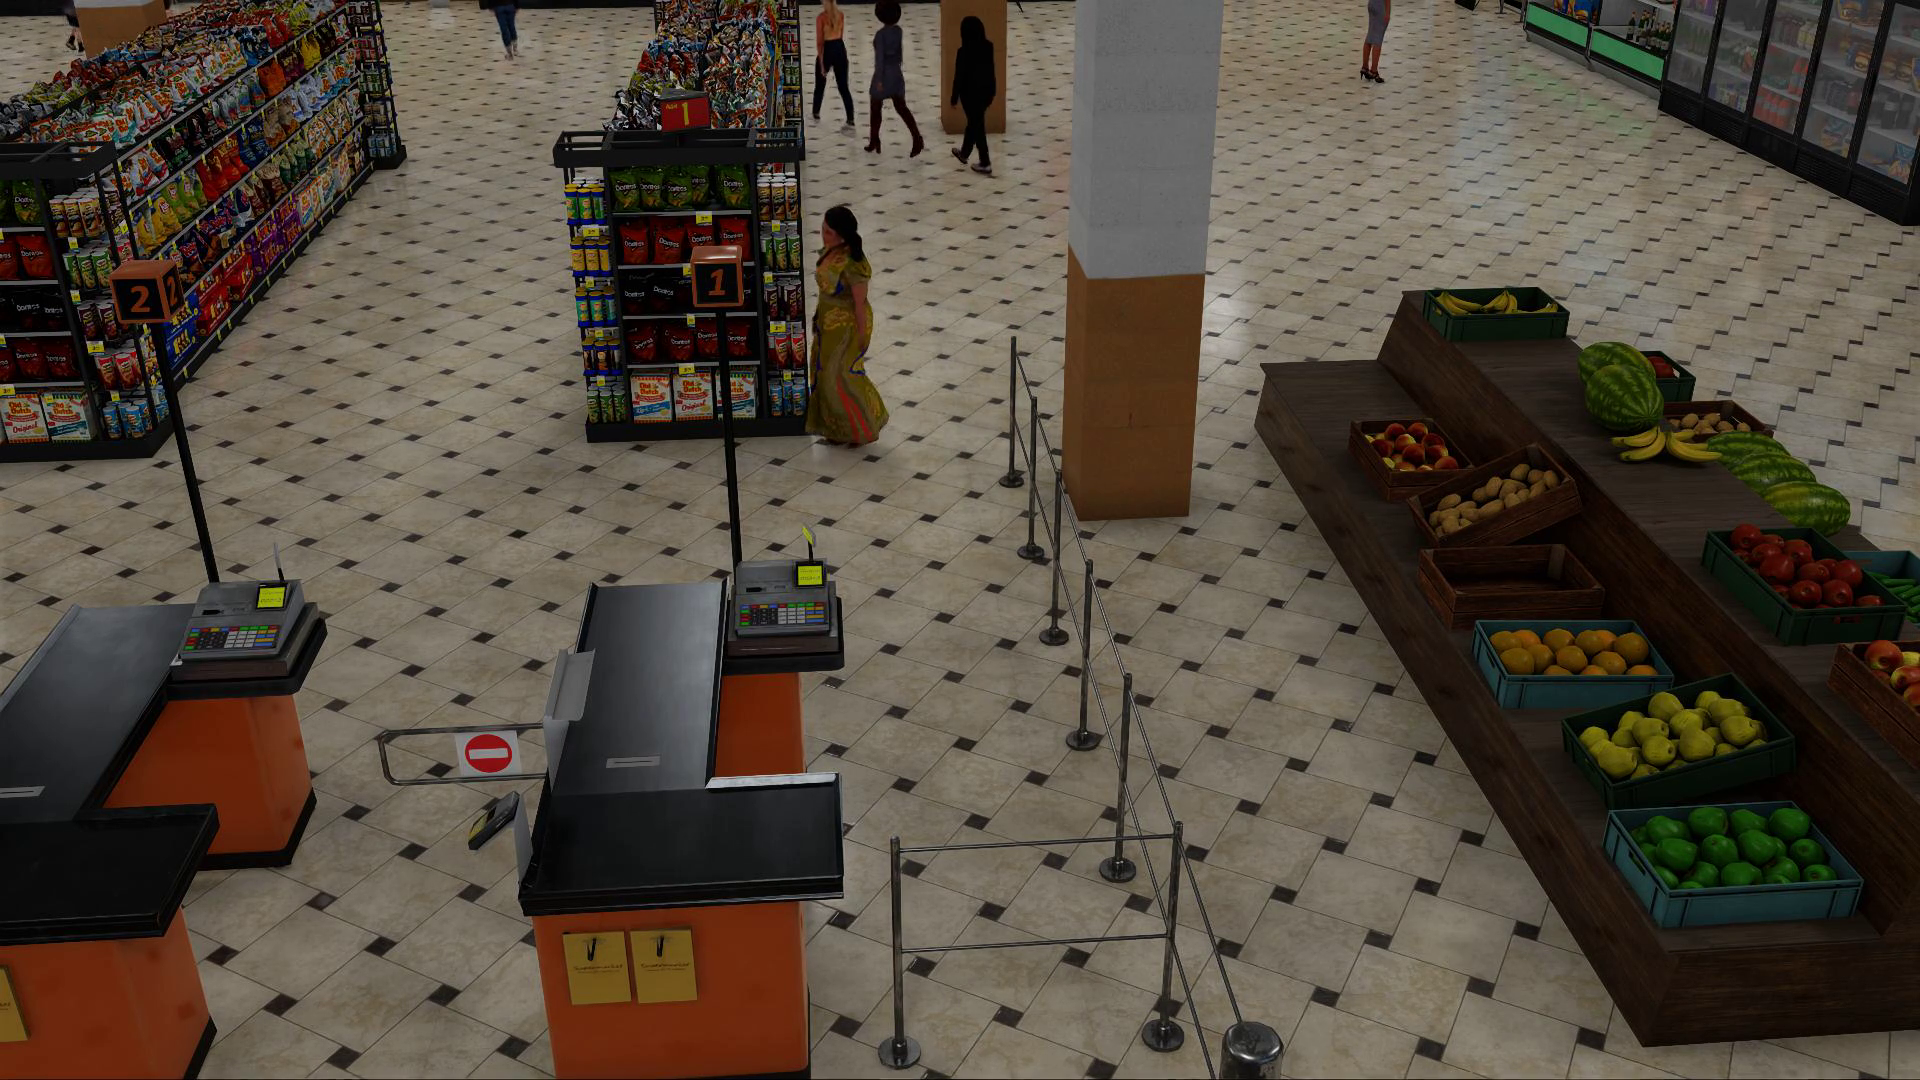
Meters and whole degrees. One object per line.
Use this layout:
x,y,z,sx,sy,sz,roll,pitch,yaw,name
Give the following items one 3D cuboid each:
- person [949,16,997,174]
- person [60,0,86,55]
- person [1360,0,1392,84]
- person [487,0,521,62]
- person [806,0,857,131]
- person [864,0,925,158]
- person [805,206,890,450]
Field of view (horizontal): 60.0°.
0.219,-4.635,17.420,1.054,1.588,0.986,23,35,38,person
-12.552,-7.424,23.459,0.596,1.099,0.655,17,31,29,person
5.445,-6.891,21.652,0.679,1.782,0.511,-7,28,-13,person
-6.278,-7.373,22.944,0.653,1.474,0.678,-15,31,-27,person
-1.406,-5.461,19.059,0.969,1.578,1.213,-18,32,-31,person
-0.697,-4.932,17.906,1.146,1.676,1.057,23,35,38,person
-0.697,-1.407,10.986,1.010,1.648,0.893,-13,29,-23,person
